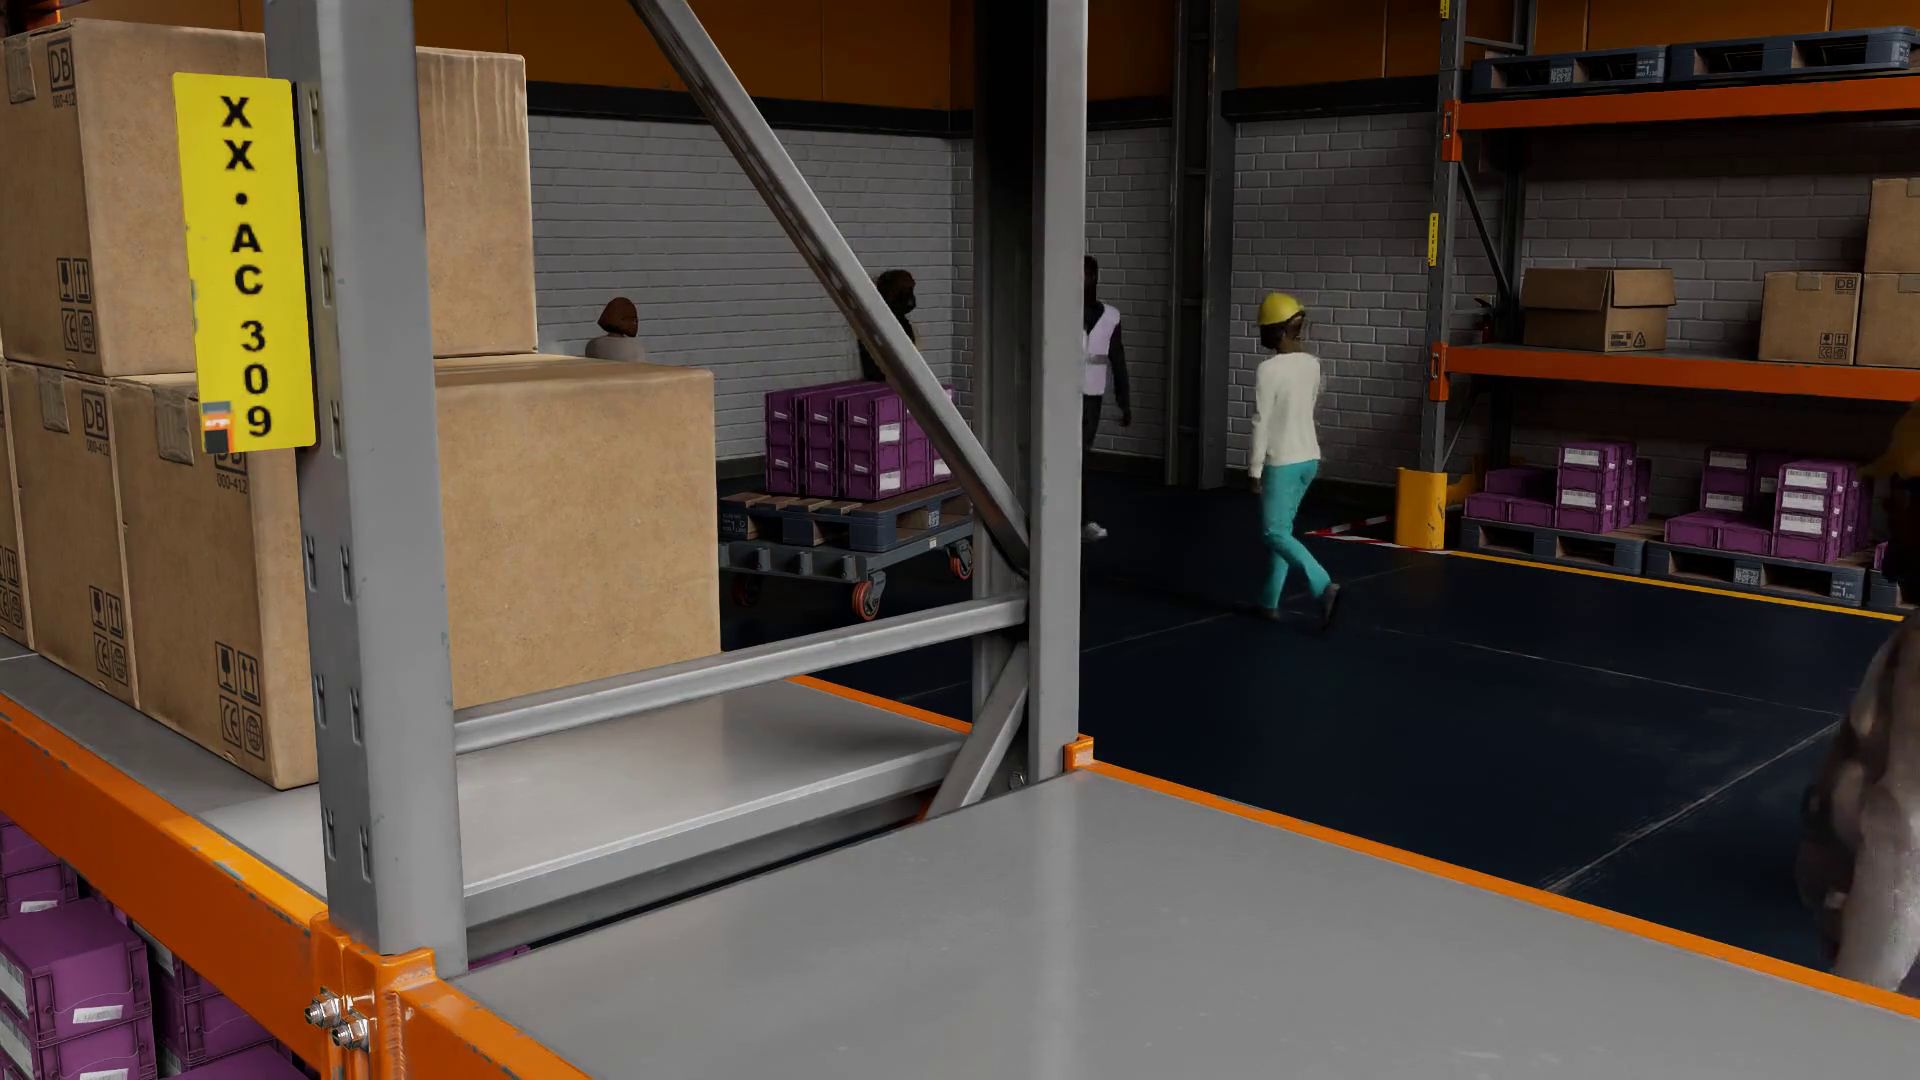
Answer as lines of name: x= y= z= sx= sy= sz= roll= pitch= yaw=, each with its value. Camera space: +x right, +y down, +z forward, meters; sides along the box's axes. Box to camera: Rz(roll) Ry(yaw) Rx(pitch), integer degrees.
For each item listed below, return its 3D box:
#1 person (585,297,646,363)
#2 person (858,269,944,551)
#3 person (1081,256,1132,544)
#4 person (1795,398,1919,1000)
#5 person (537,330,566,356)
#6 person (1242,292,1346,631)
person: x=-2.230 y=-0.773 z=10.899 sx=0.512 sy=1.622 sz=0.289 roll=6 pitch=12 yaw=29
person: x=-0.505 y=-0.820 z=10.658 sx=0.814 sy=1.819 sz=0.636 roll=4 pitch=11 yaw=19
person: x=0.850 y=-0.911 z=10.944 sx=0.623 sy=1.874 sz=0.938 roll=-5 pitch=11 yaw=-23
person: x=1.646 y=0.644 z=2.667 sx=0.798 sy=1.810 sz=0.589 roll=9 pitch=14 yaw=40
person: x=-1.915 y=-0.226 z=6.776 sx=0.687 sy=2.000 sz=0.781 roll=-1 pitch=10 yaw=-6
person: x=1.729 y=-0.389 z=8.508 sx=0.524 sy=1.737 sz=0.693 roll=-9 pitch=14 yaw=-40
